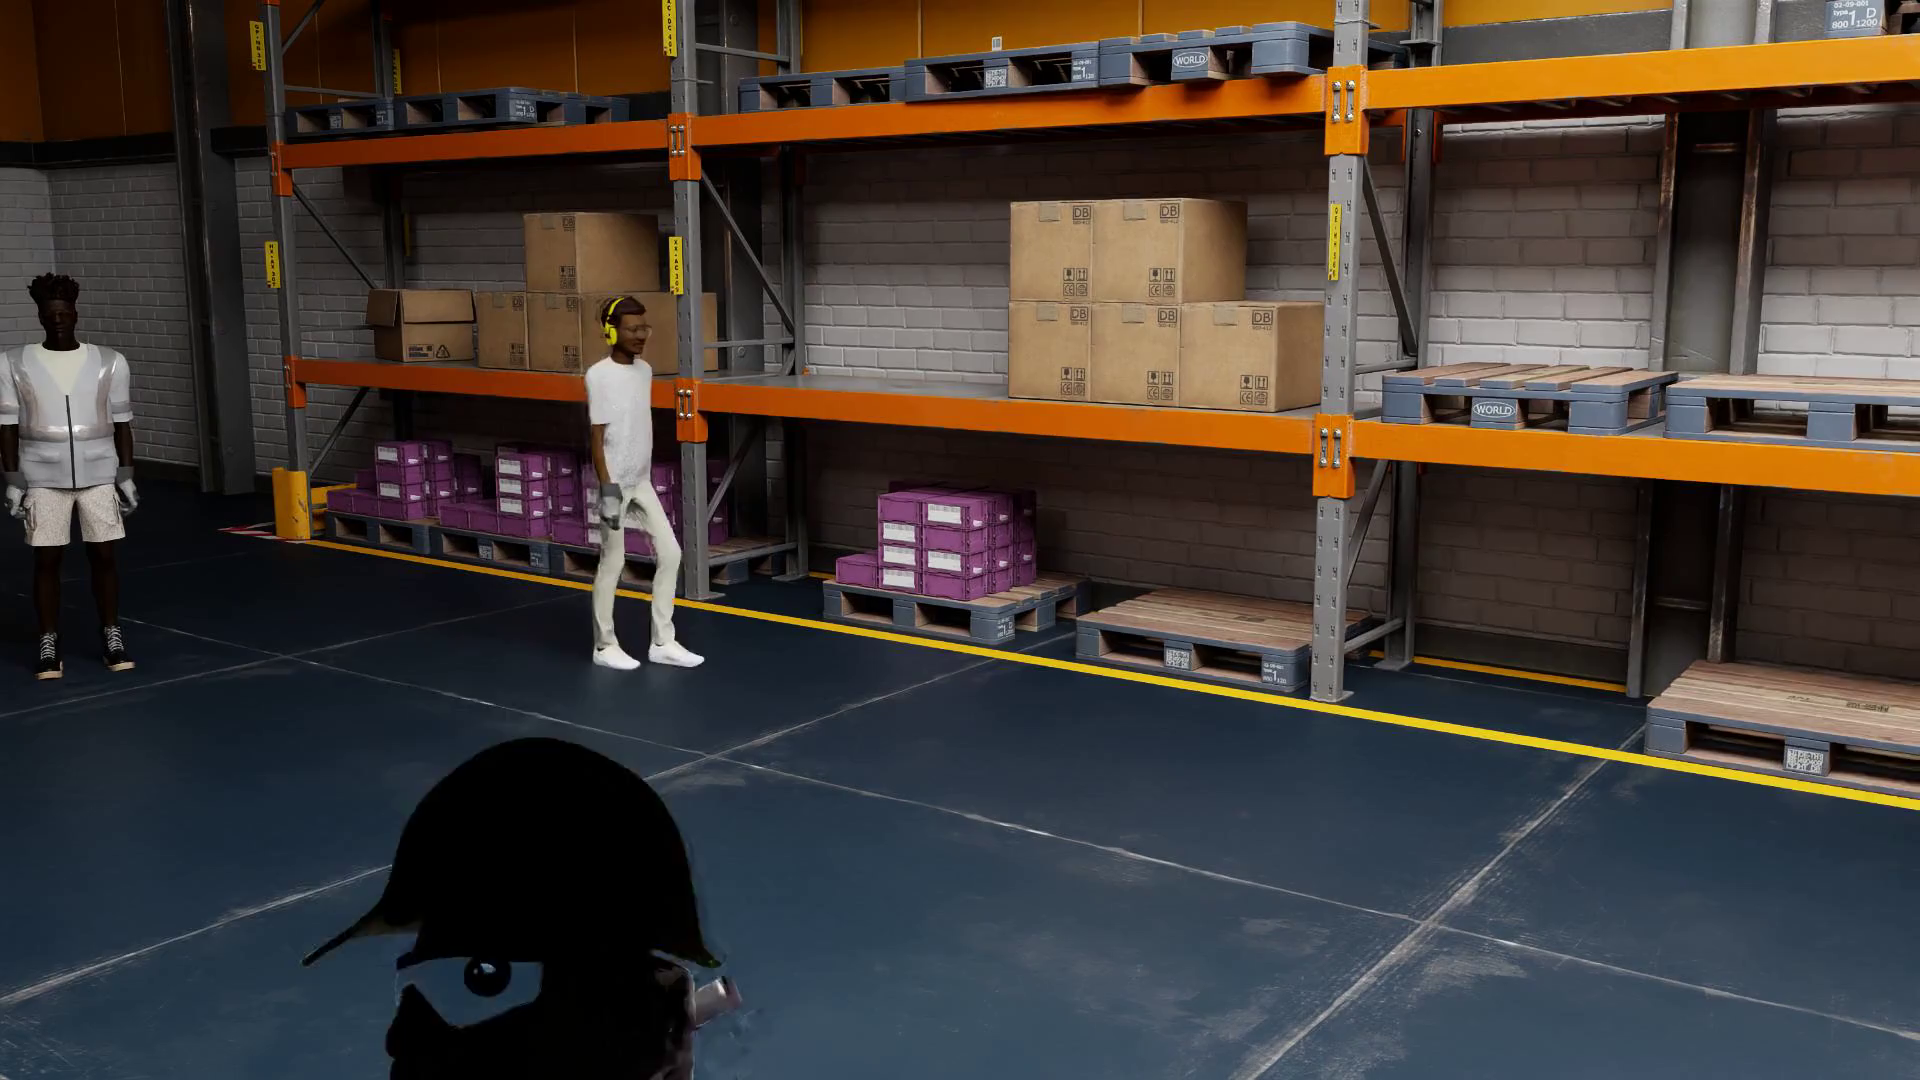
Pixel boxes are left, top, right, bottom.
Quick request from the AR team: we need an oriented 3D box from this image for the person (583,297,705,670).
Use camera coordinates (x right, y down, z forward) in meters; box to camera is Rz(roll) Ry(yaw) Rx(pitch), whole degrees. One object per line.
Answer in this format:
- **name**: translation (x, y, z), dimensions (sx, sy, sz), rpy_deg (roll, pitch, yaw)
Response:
- **person**: translation (-1.554, -0.255, 8.138), dimensions (0.719, 1.844, 0.548), rpy_deg (5, 11, 28)

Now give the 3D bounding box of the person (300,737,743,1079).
- **person**: translation (-0.234, 0.981, 1.020), dimensions (0.977, 1.776, 0.585), rpy_deg (5, 11, 25)

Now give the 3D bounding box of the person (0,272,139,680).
- **person**: translation (-4.339, -0.312, 8.116), dimensions (0.602, 1.966, 0.368), rpy_deg (-6, 11, -33)
